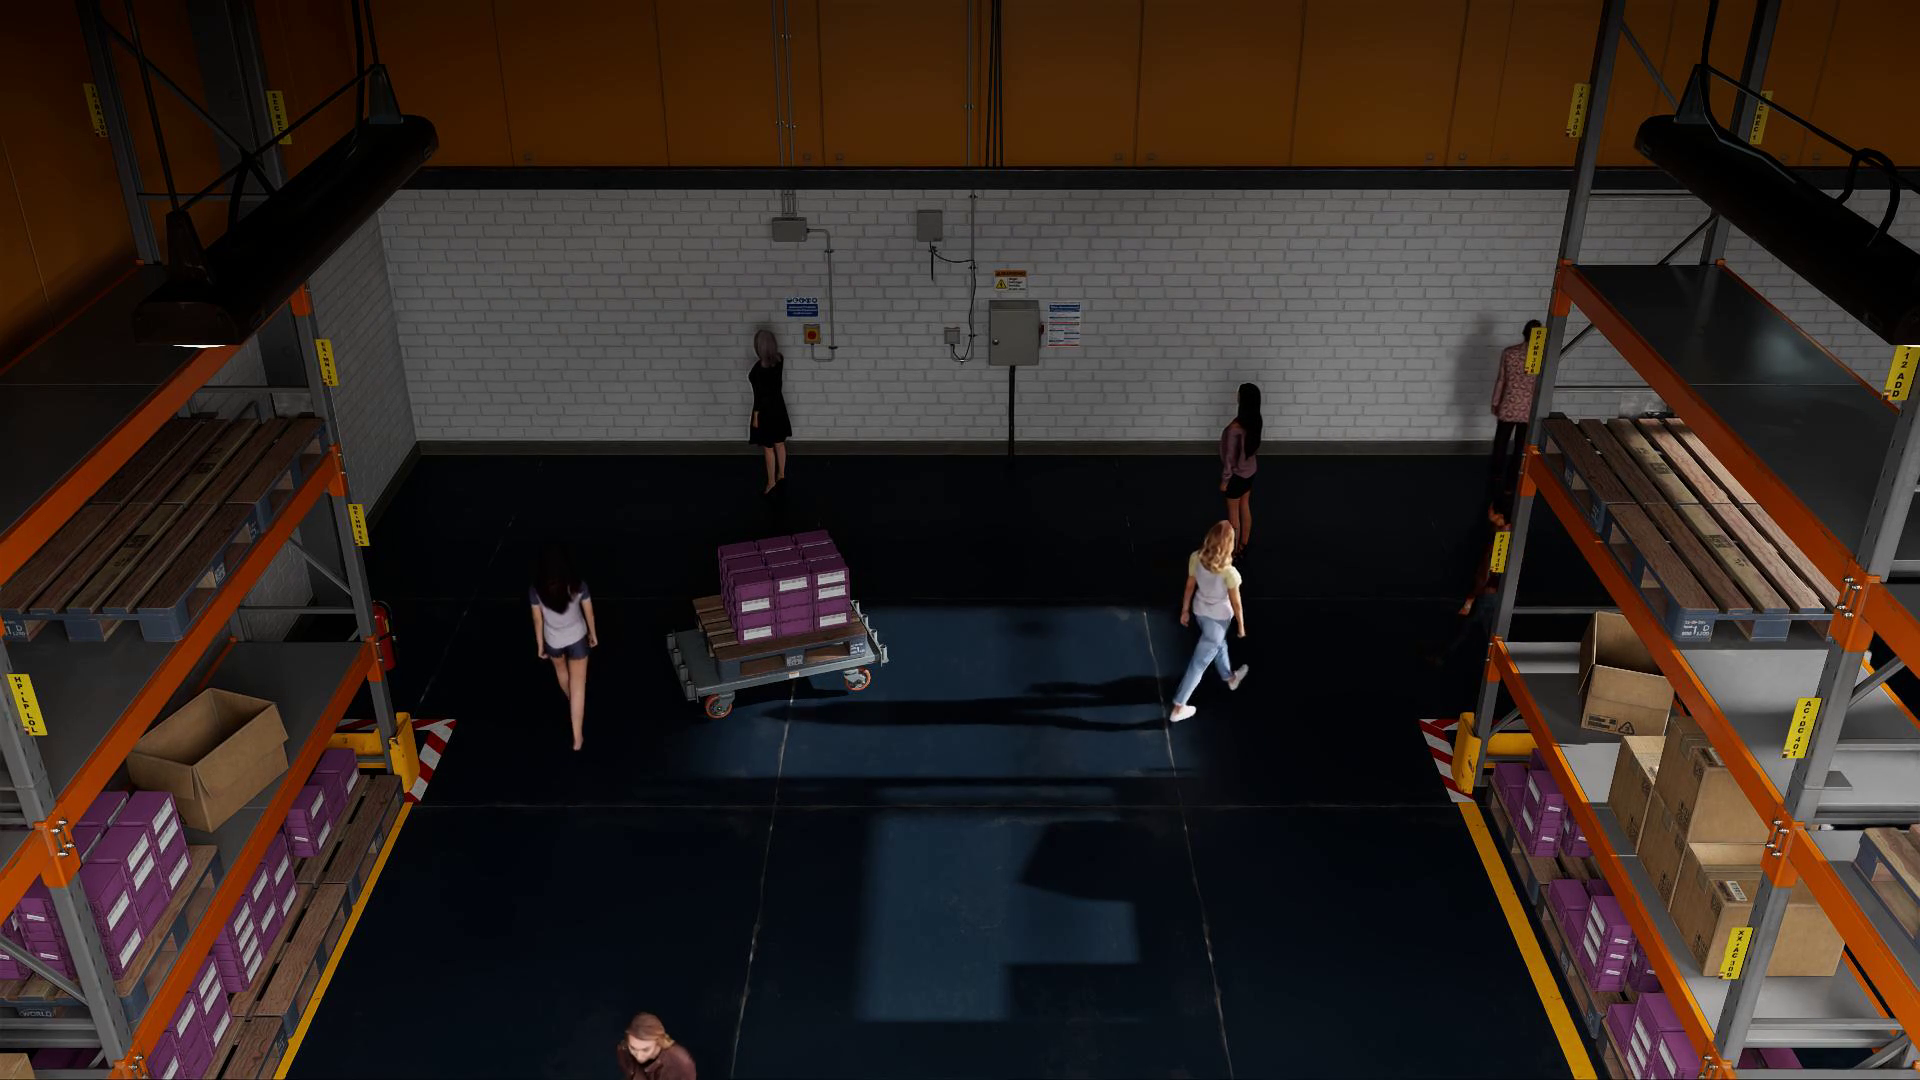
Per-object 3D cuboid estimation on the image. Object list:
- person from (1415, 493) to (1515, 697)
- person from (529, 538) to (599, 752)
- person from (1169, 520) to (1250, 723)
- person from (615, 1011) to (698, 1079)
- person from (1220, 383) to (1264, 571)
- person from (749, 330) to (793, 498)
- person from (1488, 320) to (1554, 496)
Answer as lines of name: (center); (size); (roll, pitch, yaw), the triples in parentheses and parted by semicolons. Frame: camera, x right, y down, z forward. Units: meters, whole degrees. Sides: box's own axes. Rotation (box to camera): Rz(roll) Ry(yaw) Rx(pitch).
person: (4.284, 0.478, 13.150); (1.064, 1.740, 1.131); (14, 32, 25)
person: (-2.992, 0.814, 12.621); (0.722, 1.657, 1.168); (-5, 29, -8)
person: (1.890, 0.679, 12.867); (1.186, 1.659, 1.163); (-23, 36, -35)
person: (-1.501, 2.967, 8.685); (0.699, 1.647, 1.152); (5, 29, 9)
person: (2.535, -0.575, 15.007); (0.750, 1.812, 0.679); (23, 36, 36)
person: (-1.874, -1.245, 16.302); (0.754, 1.747, 0.660); (16, 33, 27)
person: (5.473, -1.262, 16.288); (0.873, 1.790, 0.927); (14, 32, 24)
